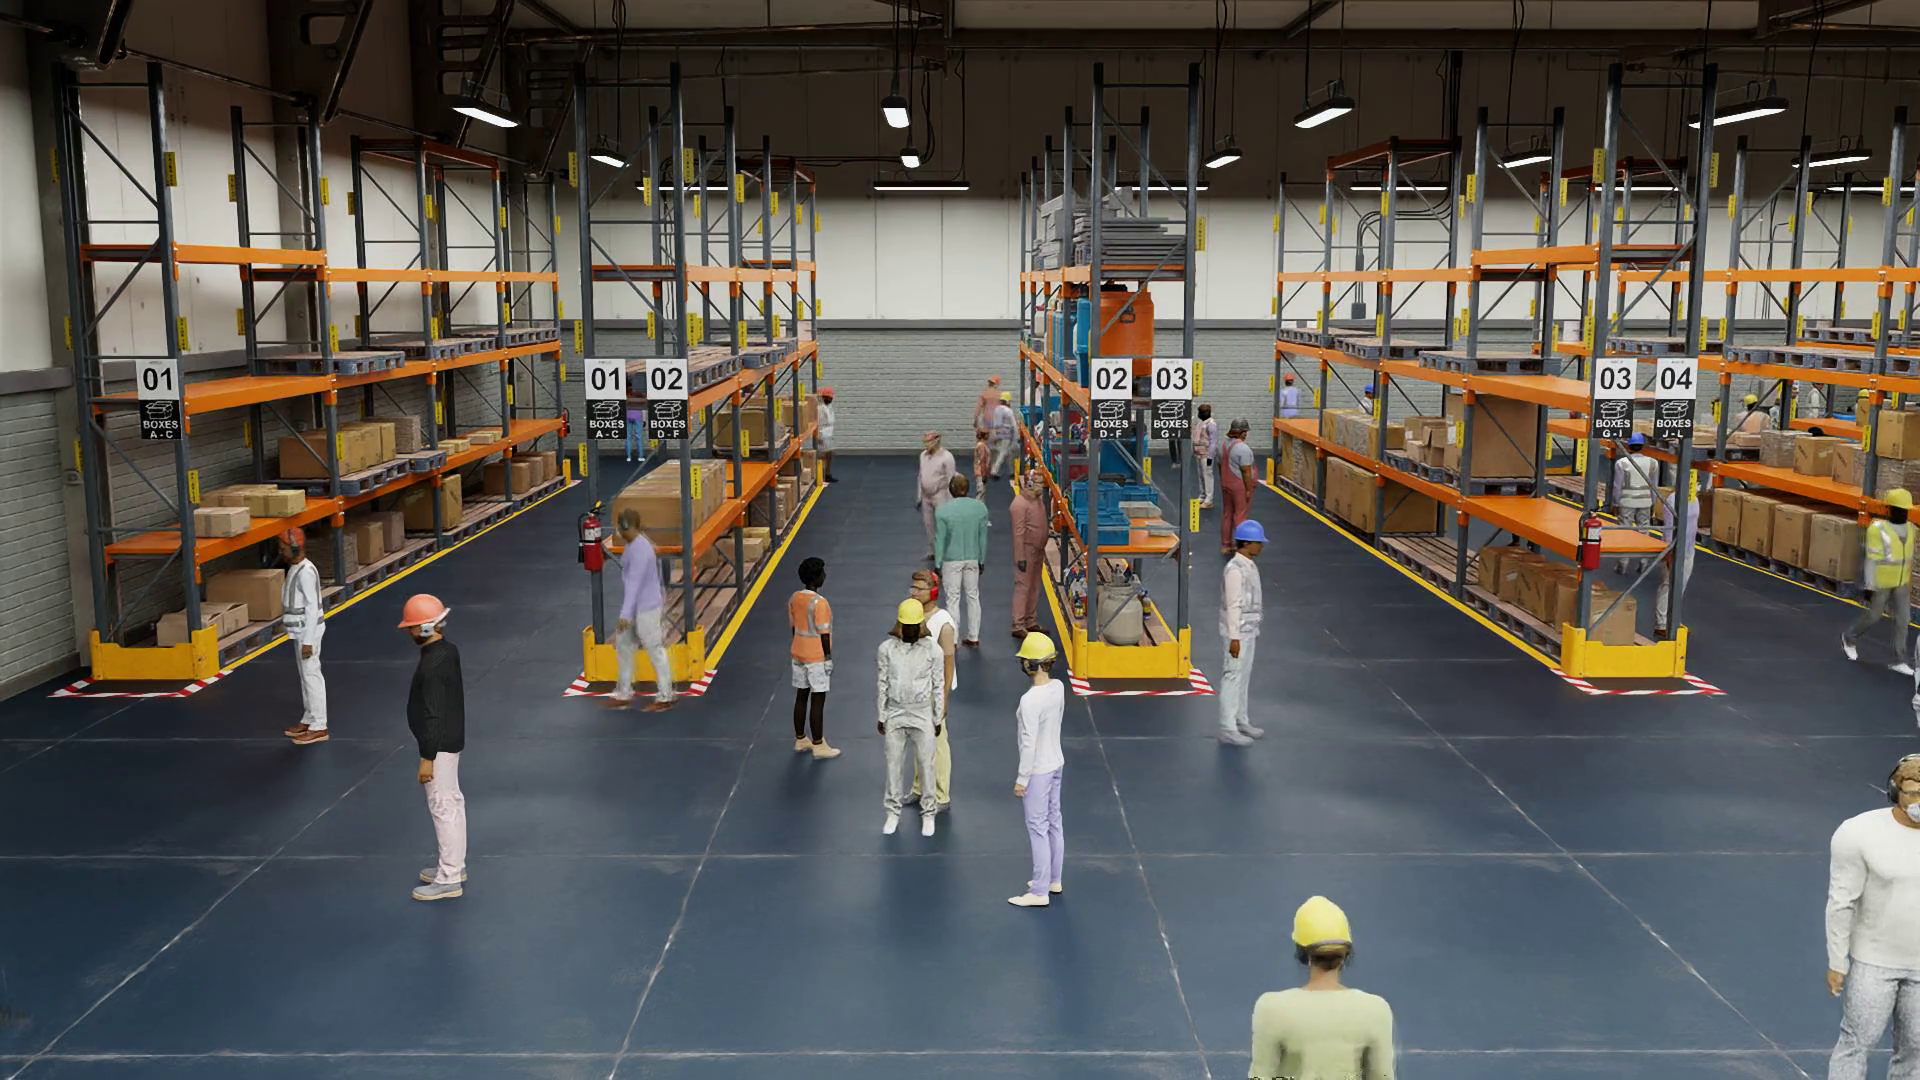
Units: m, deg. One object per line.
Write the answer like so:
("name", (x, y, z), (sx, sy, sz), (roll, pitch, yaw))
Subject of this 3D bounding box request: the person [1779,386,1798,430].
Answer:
("person", (17.060, -2.254, 34.267), (0.504, 1.847, 0.344), (-4, 10, -24))

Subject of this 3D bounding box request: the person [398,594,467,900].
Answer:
("person", (-3.399, 1.325, 10.785), (0.385, 1.990, 0.608), (-1, 9, -7))

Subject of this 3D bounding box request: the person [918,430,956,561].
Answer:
("person", (-0.362, -0.615, 23.552), (0.654, 1.906, 0.401), (8, 12, 43))

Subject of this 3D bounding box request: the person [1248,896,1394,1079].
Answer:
("person", (1.330, 2.190, 6.011), (0.540, 1.740, 0.641), (-1, 9, -8))

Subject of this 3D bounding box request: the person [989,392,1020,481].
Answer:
("person", (0.900, -2.079, 33.340), (0.880, 1.791, 0.595), (-5, 10, -31))

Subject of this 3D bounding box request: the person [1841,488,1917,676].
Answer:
("person", (9.511, 0.392, 17.101), (0.597, 1.897, 0.865), (-2, 9, -13))

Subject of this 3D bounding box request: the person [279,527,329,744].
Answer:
("person", (-5.684, 0.815, 14.393), (0.358, 1.887, 0.572), (-5, 10, -29))

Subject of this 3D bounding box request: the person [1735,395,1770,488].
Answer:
("person", (14.841, -1.784, 31.182), (0.580, 1.875, 0.918), (3, 9, 20))

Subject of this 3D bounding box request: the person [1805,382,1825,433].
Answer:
("person", (18.681, -2.630, 36.355), (0.394, 1.945, 0.618), (3, 9, 20))

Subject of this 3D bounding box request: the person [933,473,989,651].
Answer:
("person", (0.006, 0.237, 17.963), (0.626, 1.933, 0.370), (-4, 10, -25))

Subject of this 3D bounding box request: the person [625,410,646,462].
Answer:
("person", (-7.242, -2.682, 36.792), (0.585, 1.917, 0.381), (-1, 9, -4))

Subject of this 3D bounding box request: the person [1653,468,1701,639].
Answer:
("person", (8.026, 0.149, 18.556), (0.630, 1.931, 0.383), (-8, 12, -41))

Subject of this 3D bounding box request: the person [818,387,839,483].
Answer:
("person", (-2.684, -2.084, 32.944), (0.528, 1.915, 0.552), (3, 9, 19))

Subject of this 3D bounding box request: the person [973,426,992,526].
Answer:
("person", (0.371, -1.048, 27.174), (0.307, 1.639, 0.513), (0, 9, -1))

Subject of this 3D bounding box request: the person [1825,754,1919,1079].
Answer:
("person", (4.166, 1.881, 7.373), (0.630, 1.938, 0.369), (1, 9, 9))

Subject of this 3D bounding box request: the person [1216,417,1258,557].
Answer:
("person", (4.066, -0.779, 24.157), (0.539, 2.000, 0.688), (-4, 10, -26))

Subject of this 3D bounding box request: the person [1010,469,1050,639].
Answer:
("person", (0.800, 0.151, 18.651), (0.402, 1.900, 0.644), (4, 10, 25))

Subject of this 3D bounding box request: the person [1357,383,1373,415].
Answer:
("person", (8.210, -2.195, 33.557), (0.394, 1.948, 0.602), (6, 10, 32))

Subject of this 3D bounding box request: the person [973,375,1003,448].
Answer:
("person", (0.711, -2.588, 36.028), (0.740, 1.978, 0.716), (-5, 10, -29))

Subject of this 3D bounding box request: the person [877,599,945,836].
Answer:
("person", (-0.355, 1.272, 11.955), (0.486, 1.738, 0.321), (1, 9, 9))

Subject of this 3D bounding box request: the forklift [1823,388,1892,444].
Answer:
("forklift", (20.072, -3.110, 36.462), (1.873, 2.768, 1.129), (0, 9, 0))

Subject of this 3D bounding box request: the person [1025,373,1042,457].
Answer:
("person", (1.615, -2.684, 36.562), (0.379, 1.994, 0.611), (5, 10, 27))

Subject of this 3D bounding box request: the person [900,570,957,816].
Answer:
("person", (-0.239, 1.130, 12.483), (0.384, 1.849, 0.569), (-6, 11, -35))

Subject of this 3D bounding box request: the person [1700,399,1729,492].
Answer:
("person", (14.094, -1.757, 31.182), (0.531, 1.816, 0.999), (5, 10, 30))

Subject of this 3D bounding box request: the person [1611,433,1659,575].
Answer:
("person", (9.165, -0.488, 22.617), (0.603, 1.937, 0.402), (0, 9, 1))

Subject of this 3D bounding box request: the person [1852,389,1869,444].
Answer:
("person", (18.887, -2.293, 34.848), (0.313, 1.743, 0.493), (8, 12, 42))

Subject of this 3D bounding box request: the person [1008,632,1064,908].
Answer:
("person", (0.495, 1.460, 10.636), (0.313, 1.769, 0.525), (4, 10, 26))

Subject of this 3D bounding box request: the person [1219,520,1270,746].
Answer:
("person", (2.447, 0.793, 14.379), (0.412, 1.943, 0.625), (4, 10, 25))

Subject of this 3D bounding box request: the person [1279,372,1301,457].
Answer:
("person", (7.475, -2.849, 37.810), (0.551, 1.932, 0.378), (-2, 9, -15))

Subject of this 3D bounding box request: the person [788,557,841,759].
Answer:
("person", (-1.232, 0.982, 13.933), (0.319, 1.696, 0.532), (-7, 11, -38))

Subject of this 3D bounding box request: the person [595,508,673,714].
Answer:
("person", (-3.038, 0.668, 15.279), (0.837, 1.901, 0.678), (-3, 9, -21))

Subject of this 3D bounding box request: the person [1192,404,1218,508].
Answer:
("person", (4.304, -1.484, 29.332), (0.429, 1.840, 0.637), (-2, 9, -11))
